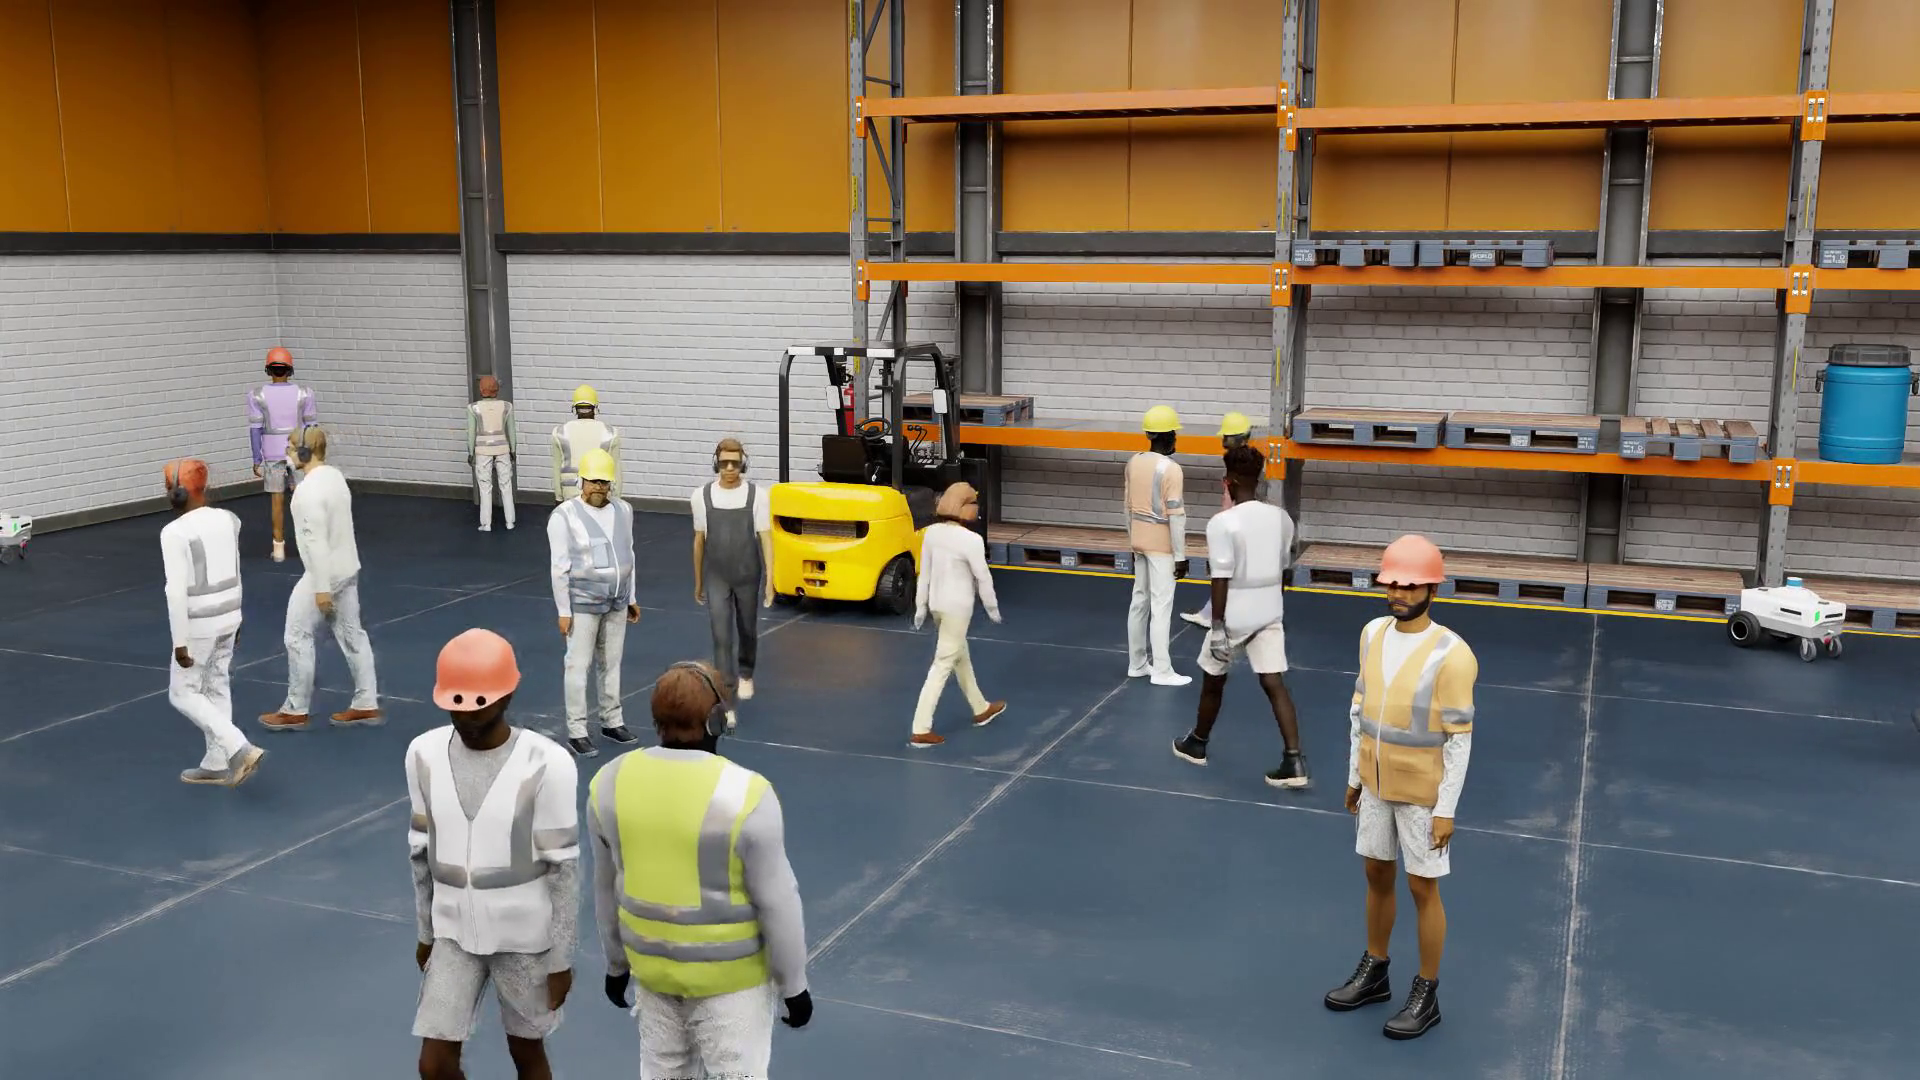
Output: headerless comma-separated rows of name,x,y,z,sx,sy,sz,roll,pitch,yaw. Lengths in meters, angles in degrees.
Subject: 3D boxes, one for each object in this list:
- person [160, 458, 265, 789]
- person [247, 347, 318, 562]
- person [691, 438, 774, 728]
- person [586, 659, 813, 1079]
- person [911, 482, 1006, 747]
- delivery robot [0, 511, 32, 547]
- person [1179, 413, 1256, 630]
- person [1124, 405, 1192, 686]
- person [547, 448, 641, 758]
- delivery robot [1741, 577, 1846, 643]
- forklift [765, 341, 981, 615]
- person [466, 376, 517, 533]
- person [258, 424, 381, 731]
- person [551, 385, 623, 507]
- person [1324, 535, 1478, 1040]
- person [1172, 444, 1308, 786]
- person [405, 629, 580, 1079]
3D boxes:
person,-4.117,0.474,9.151,0.558,1.870,0.593,3,11,16
person,-6.428,-0.812,15.849,0.613,2.039,0.374,-5,11,-26
person,-1.457,0.226,10.723,0.515,1.813,0.940,-1,10,-6
person,-0.755,1.263,4.906,0.669,1.839,0.429,4,11,23
person,-0.006,0.439,10.134,0.836,1.581,0.495,-8,13,-37
delivery robot,-9.236,-0.110,15.811,0.707,0.478,0.477,0,10,-3
person,2.040,-0.106,12.728,0.731,1.733,0.549,3,11,18
person,1.355,0.039,11.413,0.364,1.930,0.588,-6,12,-31
person,-2.150,0.360,9.904,0.404,1.829,0.591,9,13,40
delivery robot,6.158,0.519,12.306,0.477,0.478,0.707,-5,11,-24
forklift,-0.739,-0.602,14.246,1.214,2.155,2.313,4,11,21
person,-4.903,-0.896,17.431,0.522,1.638,0.310,-6,12,-28
person,-4.048,0.240,10.340,0.845,1.907,0.656,0,10,-1
person,-3.179,-0.409,14.220,0.586,1.824,0.404,-2,10,-10
person,1.695,0.934,6.390,0.348,1.942,0.546,-7,12,-33
person,1.632,0.413,9.389,0.624,1.916,1.018,-6,12,-29
person,-1.422,1.200,4.983,0.574,1.912,0.569,2,10,9
